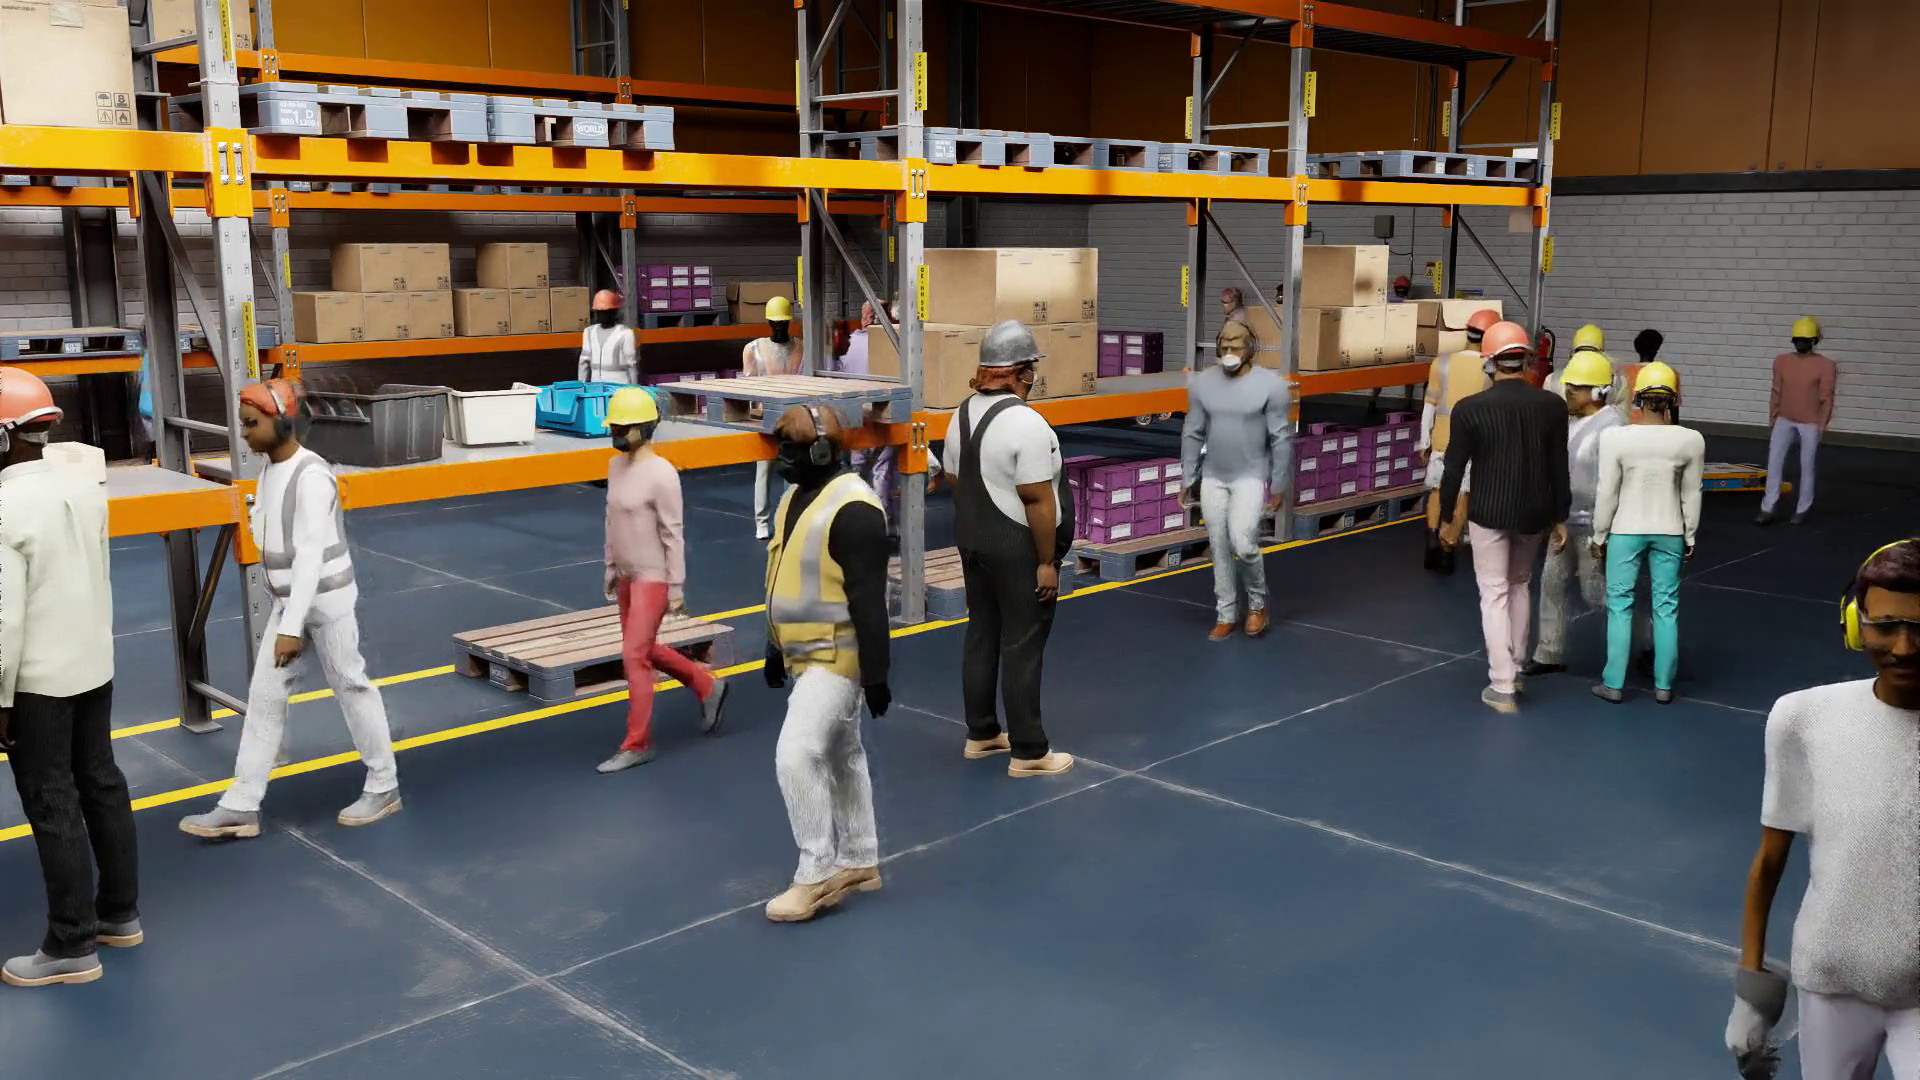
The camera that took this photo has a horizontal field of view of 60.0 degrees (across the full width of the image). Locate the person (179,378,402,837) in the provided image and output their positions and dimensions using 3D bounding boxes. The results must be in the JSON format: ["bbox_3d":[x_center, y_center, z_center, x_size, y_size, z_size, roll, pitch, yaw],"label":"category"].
[{"bbox_3d":[-2.677,0.290,6.585,0.942,1.838,0.609,-10,14,-44],"label":"person"}]

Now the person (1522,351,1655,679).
[{"bbox_3d":[3.439,-0.113,8.916,0.780,1.807,0.593,-1,10,-5],"label":"person"}]

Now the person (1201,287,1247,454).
[{"bbox_3d":[3.045,-1.820,18.096,0.940,1.860,0.625,1,10,7],"label":"person"}]

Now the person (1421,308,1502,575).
[{"bbox_3d":[3.539,-0.675,11.717,0.574,1.903,0.541,4,11,23],"label":"person"}]

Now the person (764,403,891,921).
[{"bbox_3d":[-0.548,0.429,5.892,0.642,1.819,0.661,-5,11,-25],"label":"person"}]

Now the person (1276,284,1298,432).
[{"bbox_3d":[3.738,-1.995,19.025,0.317,1.860,0.510,0,10,0],"label":"person"}]

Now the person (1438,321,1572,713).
[{"bbox_3d":[2.769,-0.133,8.567,0.634,1.965,0.738,-1,10,-3],"label":"person"}]

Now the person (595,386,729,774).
[{"bbox_3d":[-1.381,0.156,7.611,0.697,1.743,0.521,-8,13,-38],"label":"person"}]

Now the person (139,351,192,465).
[{"bbox_3d":[-7.140,-1.158,14.929,0.388,1.678,0.549,-9,14,-42],"label":"person"}]

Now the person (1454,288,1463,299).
[{"bbox_3d":[6.305,-2.376,21.466,0.502,1.720,0.664,-6,12,-30],"label":"person"}]

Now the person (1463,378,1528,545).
[{"bbox_3d":[4.257,-0.769,13.050,0.847,1.591,0.520,-9,14,-41],"label":"person"}]

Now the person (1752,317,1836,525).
[{"bbox_3d":[6.849,-0.954,13.664,0.811,1.729,0.537,-9,14,-41],"label":"person"}]

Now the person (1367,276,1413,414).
[{"bbox_3d":[5.810,-2.569,22.173,0.677,1.891,0.608,5,11,24],"label":"person"}]

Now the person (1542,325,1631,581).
[{"bbox_3d":[4.395,-0.617,11.718,0.610,1.786,0.940,4,11,23],"label":"person"}]

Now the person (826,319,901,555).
[{"bbox_3d":[-0.910,-0.729,12.298,0.951,1.787,0.571,-2,11,-13],"label":"person"}]

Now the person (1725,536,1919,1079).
[{"bbox_3d":[1.781,0.914,3.195,0.554,1.843,0.621,5,12,27],"label":"person"}]

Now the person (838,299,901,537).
[{"bbox_3d":[-0.675,-0.972,13.330,0.639,1.902,0.406,9,14,40],"label":"person"}]

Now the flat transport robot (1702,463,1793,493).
[{"bbox_3d":[6.975,-0.579,15.628,1.431,0.197,0.652,-2,11,-8],"label":"flat transport robot"}]

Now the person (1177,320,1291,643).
[{"bbox_3d":[1.605,-0.337,9.808,0.623,1.918,0.435,7,13,34],"label":"person"}]

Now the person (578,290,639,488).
[{"bbox_3d":[-3.404,-1.459,16.042,0.551,1.885,1.009,4,11,23],"label":"person"}]

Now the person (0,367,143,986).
[{"bbox_3d":[-2.959,0.440,5.368,0.395,1.994,0.613,1,10,6],"label":"person"}]

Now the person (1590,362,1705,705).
[{"bbox_3d":[3.516,-0.028,8.547,0.533,1.768,0.310,1,10,5],"label":"person"}]

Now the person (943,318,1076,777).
[{"bbox_3d":[0.259,0.028,7.490,0.538,2.000,0.683,-7,12,-34],"label":"person"}]

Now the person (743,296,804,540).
[{"bbox_3d":[-1.420,-0.965,13.215,0.591,1.926,0.387,-4,11,-20],"label":"person"}]

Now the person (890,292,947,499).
[{"bbox_3d":[-0.431,-1.318,15.156,0.492,1.920,0.647,-4,11,-22],"label":"person"}]

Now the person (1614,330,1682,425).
[{"bbox_3d":[5.546,-0.877,13.500,0.542,1.650,0.843,6,12,29],"label":"person"}]
